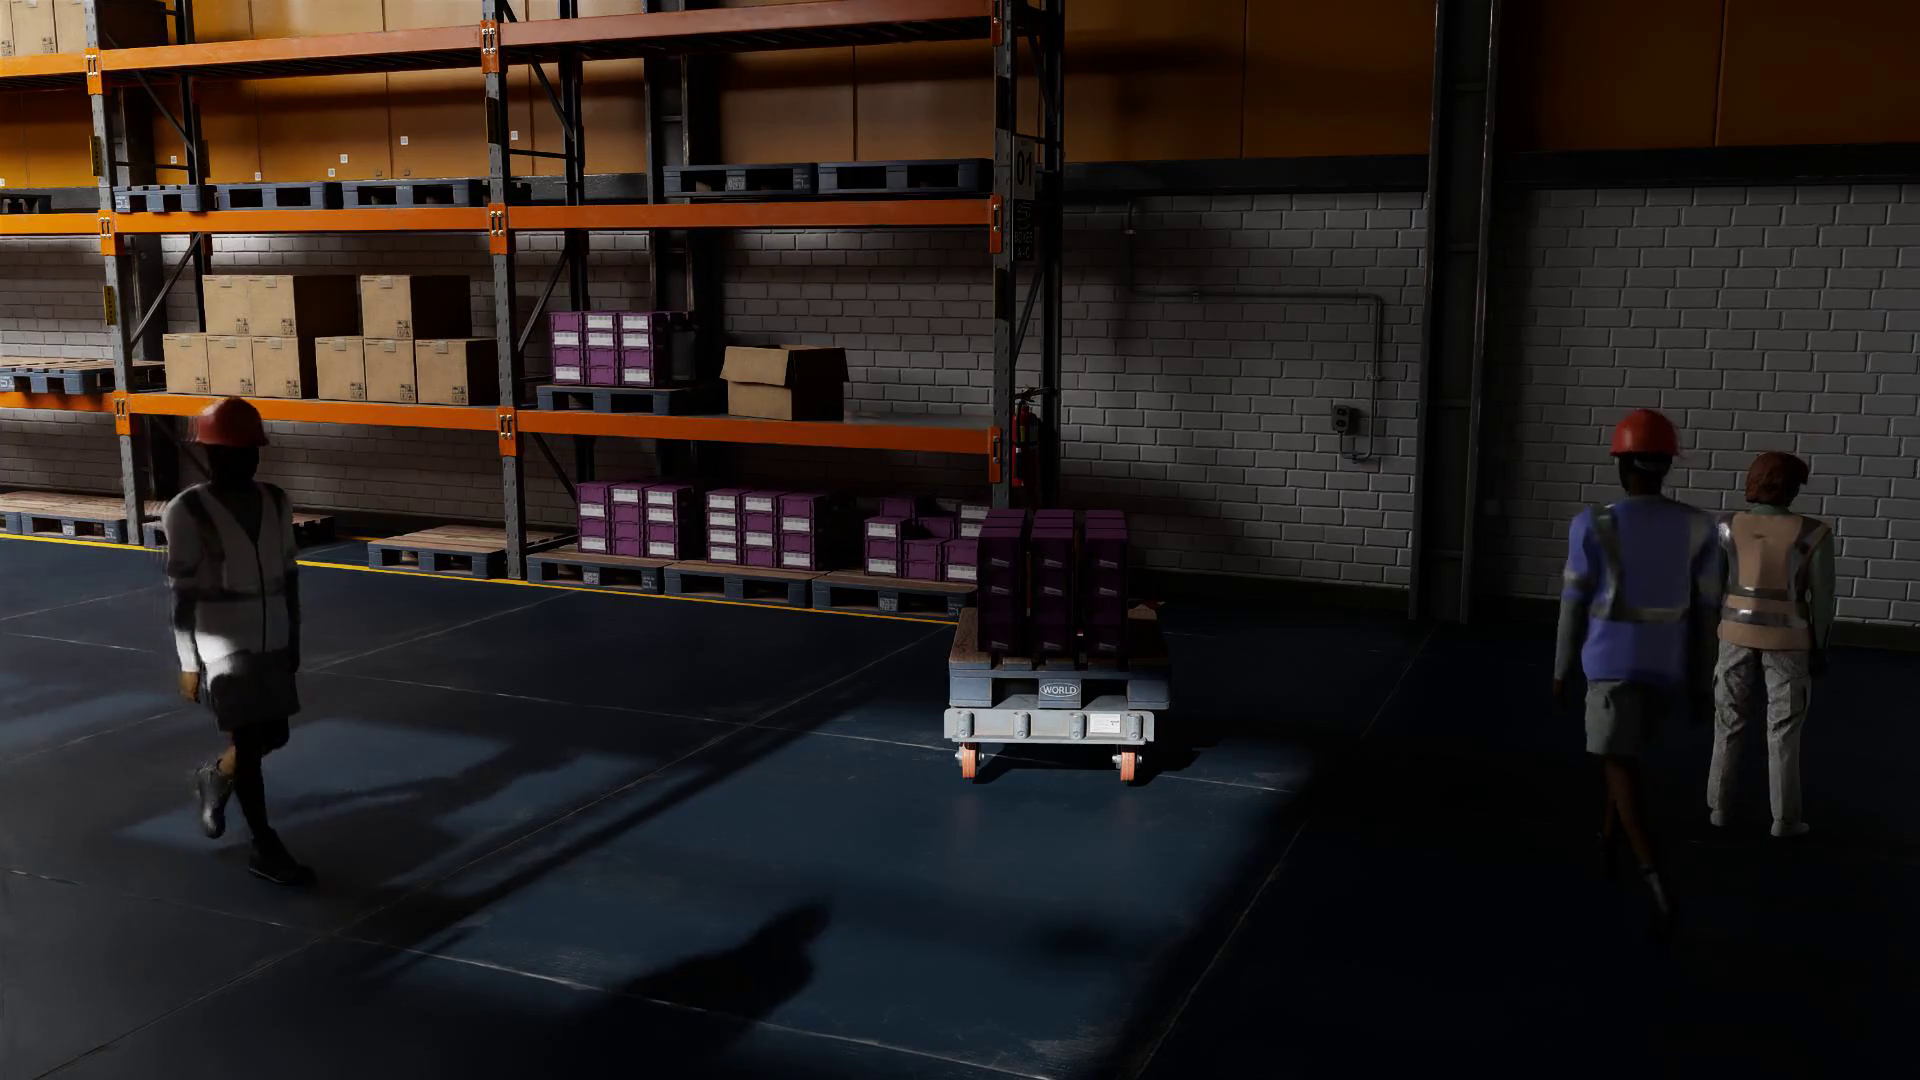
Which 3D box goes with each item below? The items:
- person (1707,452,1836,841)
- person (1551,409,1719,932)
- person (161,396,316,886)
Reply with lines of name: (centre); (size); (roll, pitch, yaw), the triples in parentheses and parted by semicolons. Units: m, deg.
person: (3.390, 0.446, 7.009); (0.512, 1.638, 0.312); (8, 12, 39)
person: (2.530, 0.463, 6.171); (0.540, 1.892, 0.989); (-1, 10, -4)
person: (-2.878, 0.381, 6.572); (0.757, 1.918, 0.549); (6, 11, 31)
